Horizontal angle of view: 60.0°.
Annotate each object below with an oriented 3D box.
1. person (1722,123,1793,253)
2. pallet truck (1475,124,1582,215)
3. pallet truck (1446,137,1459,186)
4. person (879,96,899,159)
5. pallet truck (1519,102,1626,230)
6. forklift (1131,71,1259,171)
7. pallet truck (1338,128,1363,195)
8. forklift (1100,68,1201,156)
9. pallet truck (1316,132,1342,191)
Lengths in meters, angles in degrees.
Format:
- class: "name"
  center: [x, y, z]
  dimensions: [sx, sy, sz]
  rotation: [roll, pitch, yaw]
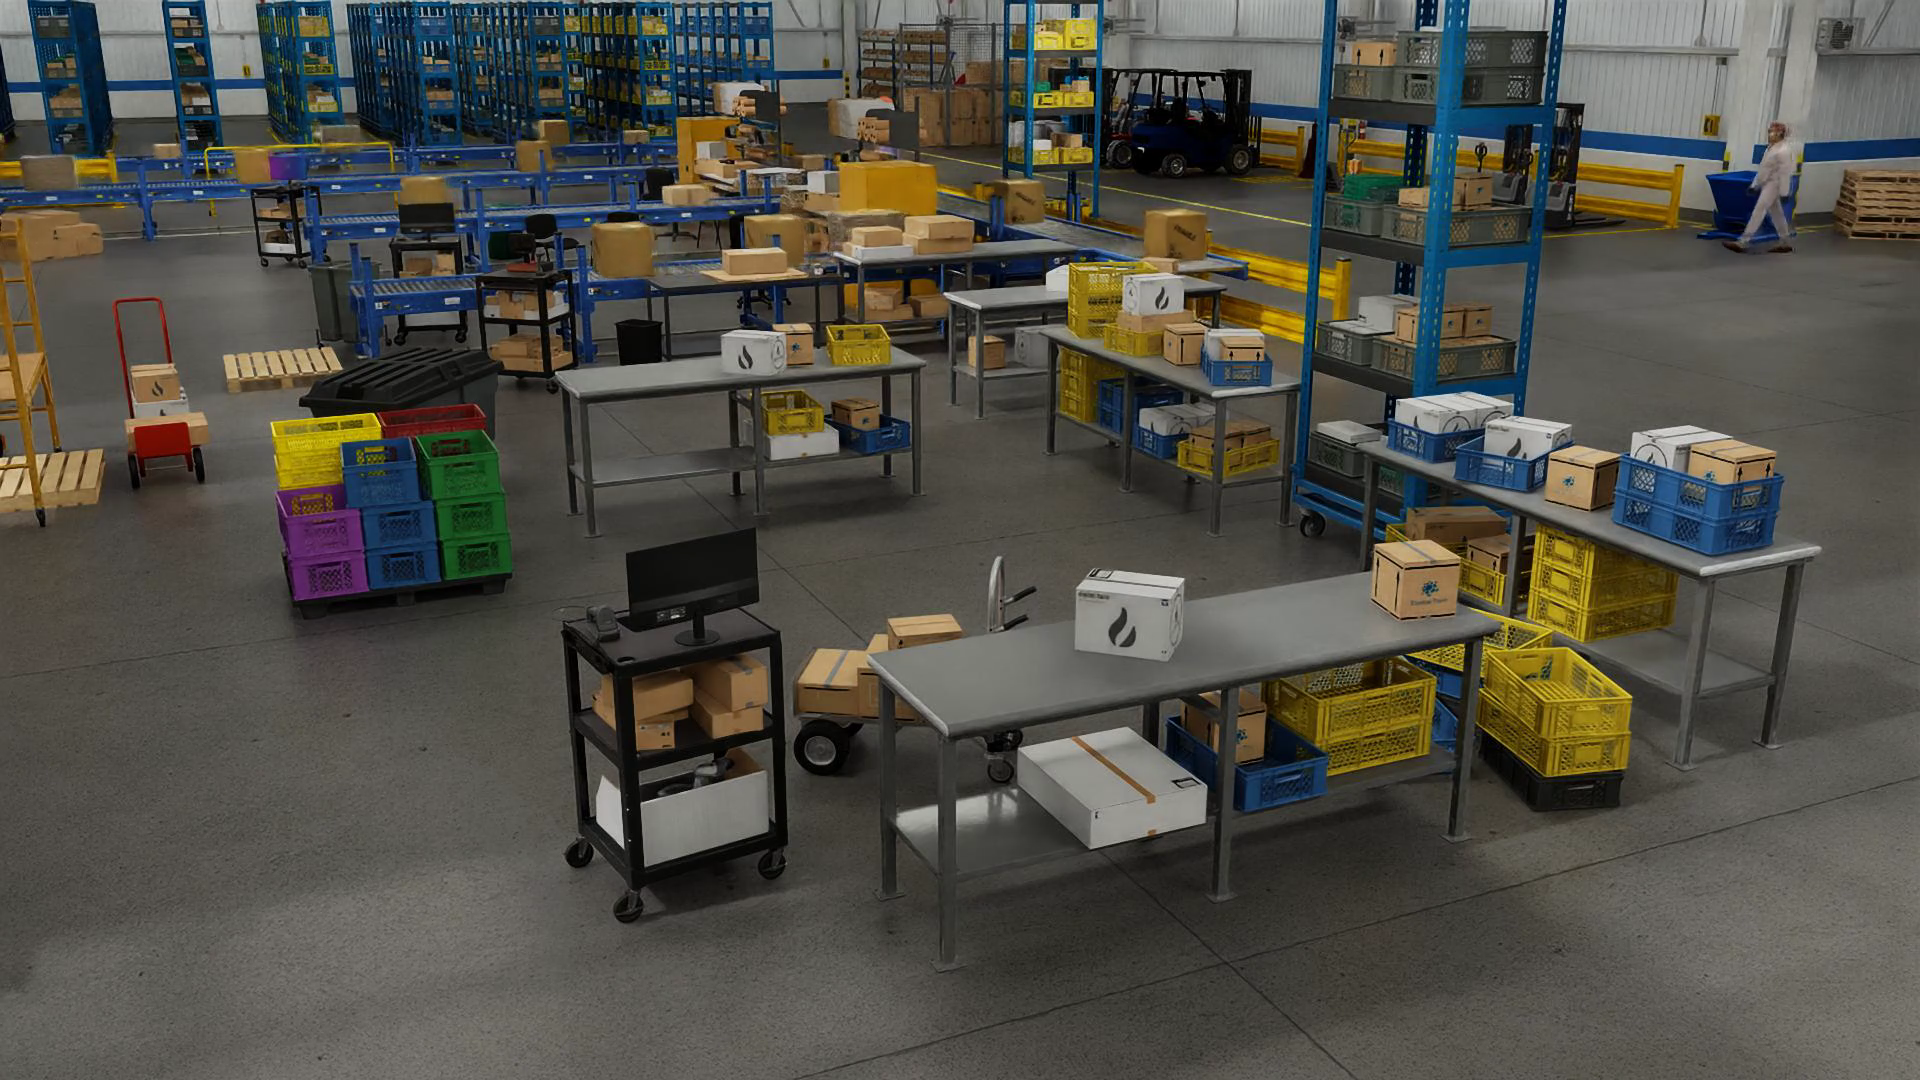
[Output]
- class: "person"
  center: [11.611, -5.049, 23.914]
  dimensions: [1.009, 1.853, 0.645]
  rotation: [4, 18, 11]
- class: "pallet truck"
  center: [9.707, -6.455, 28.103]
  dimensions: [1.885, 1.965, 0.823]
  rotation: [-7, 19, -20]
- class: "pallet truck"
  center: [9.184, -6.485, 29.328]
  dimensions: [1.630, 1.274, 0.653]
  rotation: [-8, 19, -23]
- class: "person"
  center: [-1.217, -6.305, 27.557]
  dimensions: [0.393, 2.041, 0.613]
  rotation: [-5, 18, -14]
- class: "pallet truck"
  center: [9.972, -6.037, 26.785]
  dimensions: [1.885, 1.965, 0.823]
  rotation: [-9, 20, -25]
- class: "forklift"
  center: [4.998, -8.936, 35.413]
  dimensions: [2.680, 1.987, 1.157]
  rotation: [-9, 20, -25]
- class: "pallet truck"
  center: [7.845, -7.140, 31.411]
  dimensions: [1.522, 1.261, 0.704]
  rotation: [-9, 20, -25]
- class: "forklift"
  center: [4.082, -9.564, 37.410]
  dimensions: [2.680, 1.987, 1.157]
  rotation: [-8, 19, -23]
- class: "pallet truck"
  center: [7.723, -7.504, 32.656]
  dimensions: [1.601, 1.201, 0.680]
  rotation: [-8, 19, -23]
